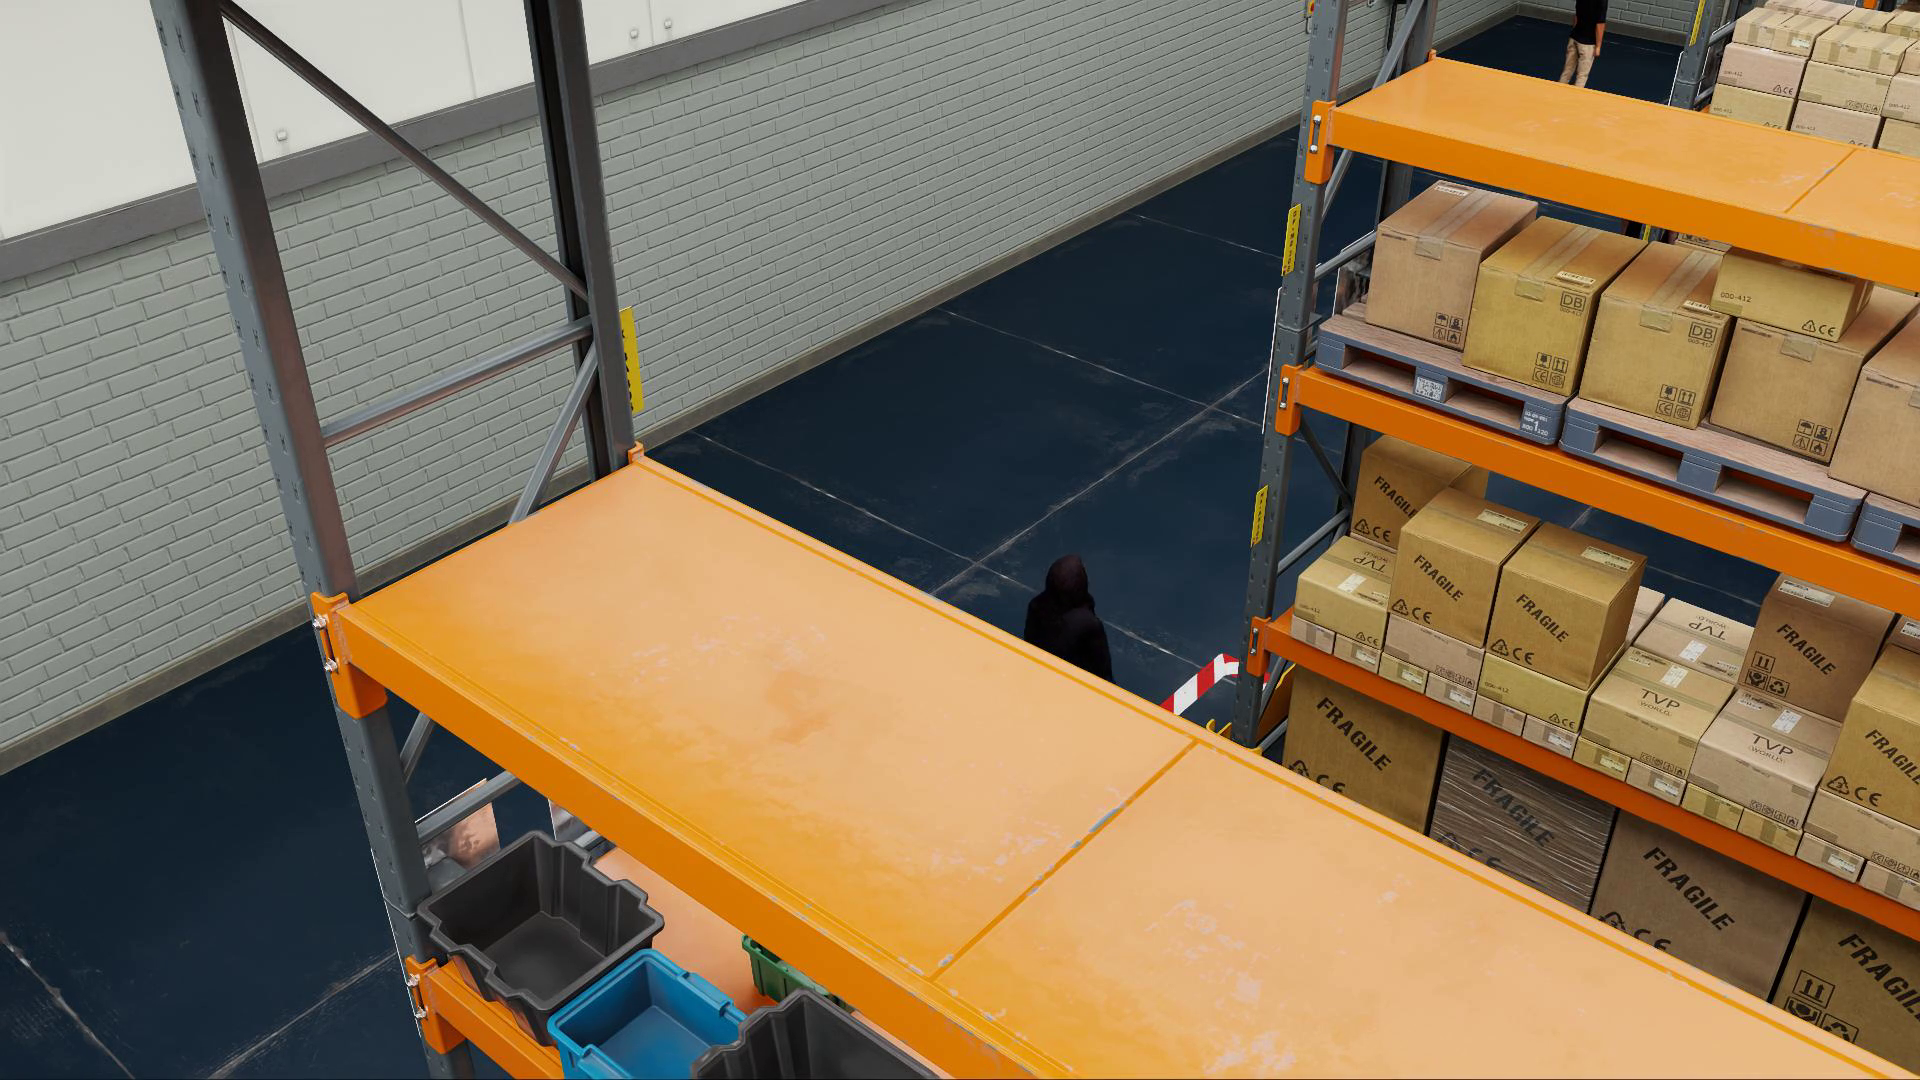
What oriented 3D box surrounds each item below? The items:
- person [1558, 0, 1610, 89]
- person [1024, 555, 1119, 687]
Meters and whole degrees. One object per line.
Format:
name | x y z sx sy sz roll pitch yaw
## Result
person | 7.091 -5.680 18.939 0.754 1.853 0.619 -15 36 -21
person | 0.530 0.838 9.151 0.669 1.598 0.697 26 41 34
